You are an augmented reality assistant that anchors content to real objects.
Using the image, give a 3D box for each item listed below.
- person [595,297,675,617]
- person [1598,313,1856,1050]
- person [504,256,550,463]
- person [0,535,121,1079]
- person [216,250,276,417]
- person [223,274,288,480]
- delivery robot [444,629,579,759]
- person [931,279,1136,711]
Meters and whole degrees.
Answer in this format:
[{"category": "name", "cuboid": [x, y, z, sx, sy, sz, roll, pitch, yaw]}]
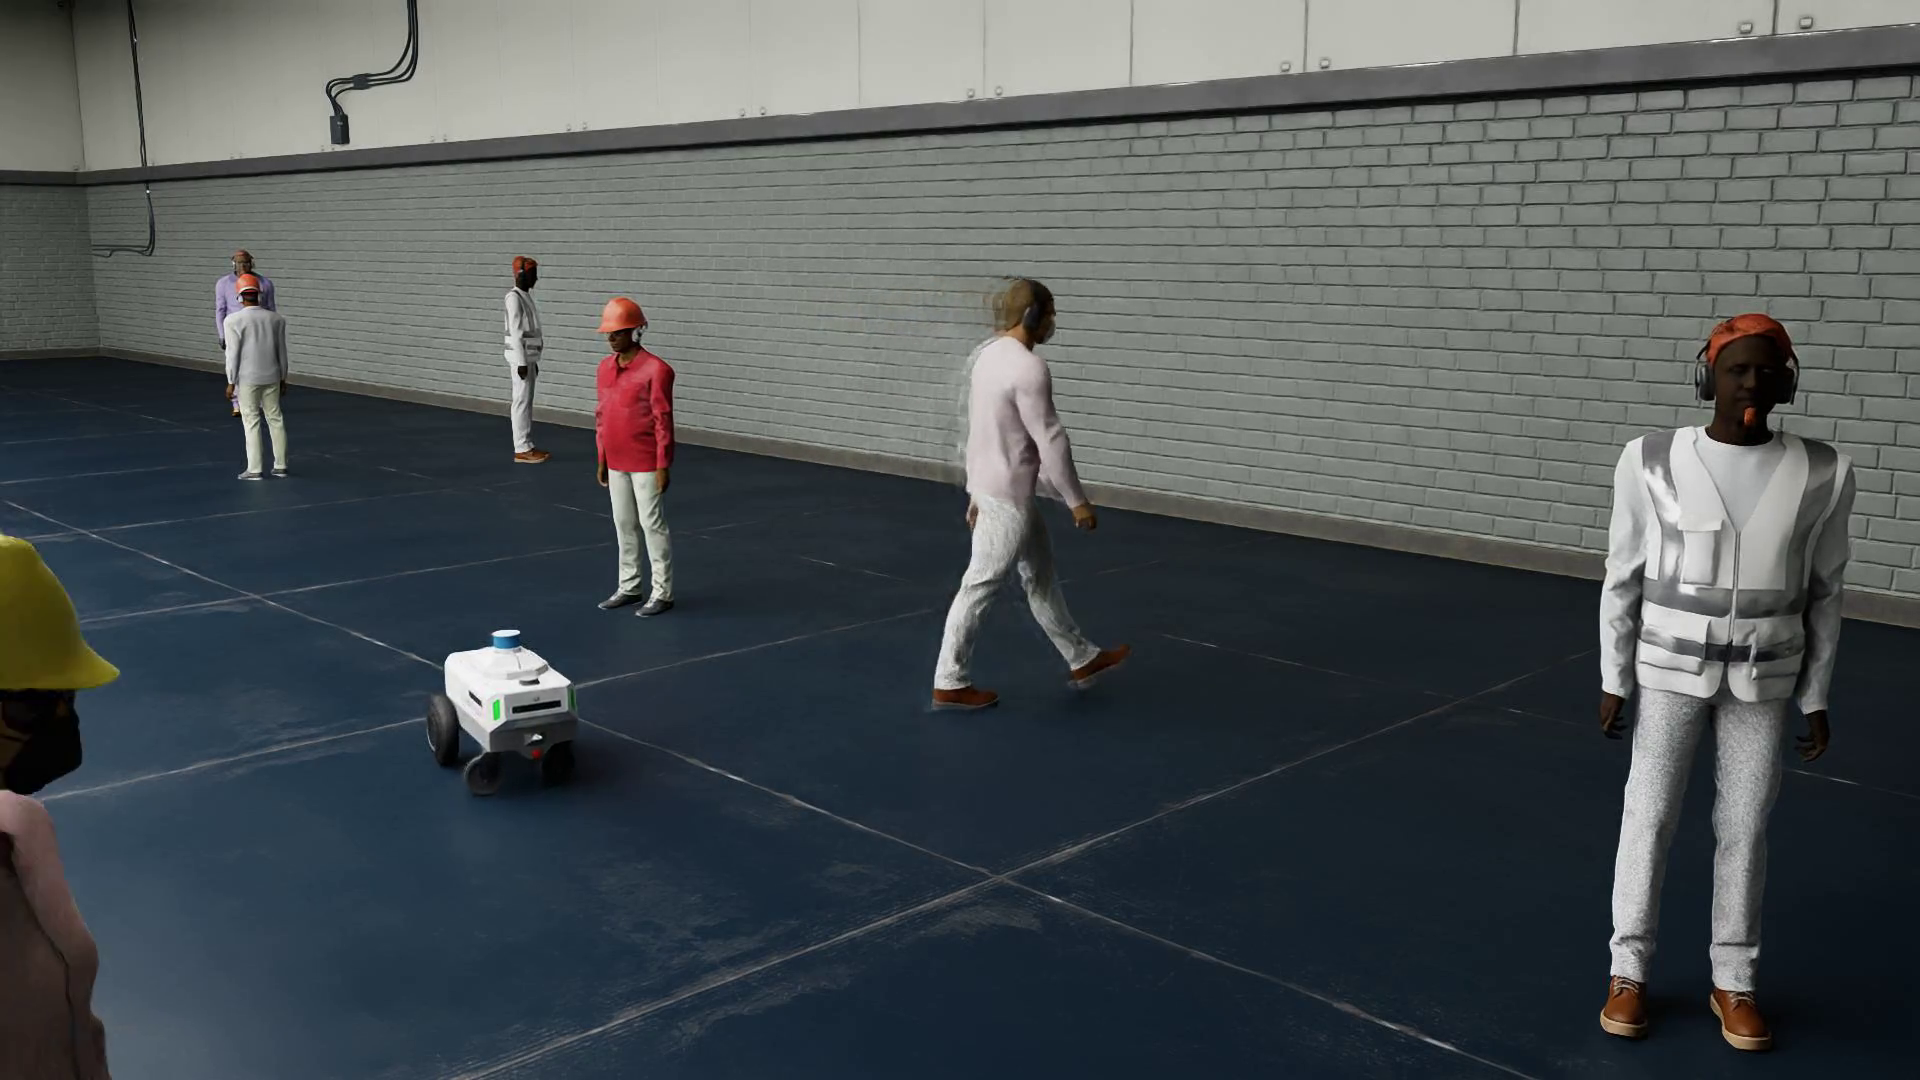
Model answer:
[{"category": "person", "cuboid": [-1.806, -0.451, 9.120, 0.571, 1.743, 0.353, 8, 13, 37]}, {"category": "person", "cuboid": [1.937, 0.368, 4.267, 0.576, 1.884, 0.355, 3, 11, 14]}, {"category": "person", "cuboid": [-3.997, -1.657, 15.305, 0.355, 1.886, 0.573, -1, 10, -5]}, {"category": "person", "cuboid": [-1.059, 0.859, 1.930, 0.498, 1.747, 0.559, -3, 11, -14]}, {"category": "person", "cuboid": [-8.189, -2.370, 19.138, 0.651, 1.906, 0.403, -6, 12, -28]}, {"category": "person", "cuboid": [-6.021, -1.391, 14.216, 0.332, 1.747, 0.574, 7, 13, 34]}, {"category": "delivery robot", "cuboid": [-1.740, 0.590, 6.424, 0.477, 0.478, 0.707, -6, 12, -31]}, {"category": "person", "cuboid": [0.325, -0.189, 7.302, 1.029, 1.876, 0.629, -2, 11, -13]}]
